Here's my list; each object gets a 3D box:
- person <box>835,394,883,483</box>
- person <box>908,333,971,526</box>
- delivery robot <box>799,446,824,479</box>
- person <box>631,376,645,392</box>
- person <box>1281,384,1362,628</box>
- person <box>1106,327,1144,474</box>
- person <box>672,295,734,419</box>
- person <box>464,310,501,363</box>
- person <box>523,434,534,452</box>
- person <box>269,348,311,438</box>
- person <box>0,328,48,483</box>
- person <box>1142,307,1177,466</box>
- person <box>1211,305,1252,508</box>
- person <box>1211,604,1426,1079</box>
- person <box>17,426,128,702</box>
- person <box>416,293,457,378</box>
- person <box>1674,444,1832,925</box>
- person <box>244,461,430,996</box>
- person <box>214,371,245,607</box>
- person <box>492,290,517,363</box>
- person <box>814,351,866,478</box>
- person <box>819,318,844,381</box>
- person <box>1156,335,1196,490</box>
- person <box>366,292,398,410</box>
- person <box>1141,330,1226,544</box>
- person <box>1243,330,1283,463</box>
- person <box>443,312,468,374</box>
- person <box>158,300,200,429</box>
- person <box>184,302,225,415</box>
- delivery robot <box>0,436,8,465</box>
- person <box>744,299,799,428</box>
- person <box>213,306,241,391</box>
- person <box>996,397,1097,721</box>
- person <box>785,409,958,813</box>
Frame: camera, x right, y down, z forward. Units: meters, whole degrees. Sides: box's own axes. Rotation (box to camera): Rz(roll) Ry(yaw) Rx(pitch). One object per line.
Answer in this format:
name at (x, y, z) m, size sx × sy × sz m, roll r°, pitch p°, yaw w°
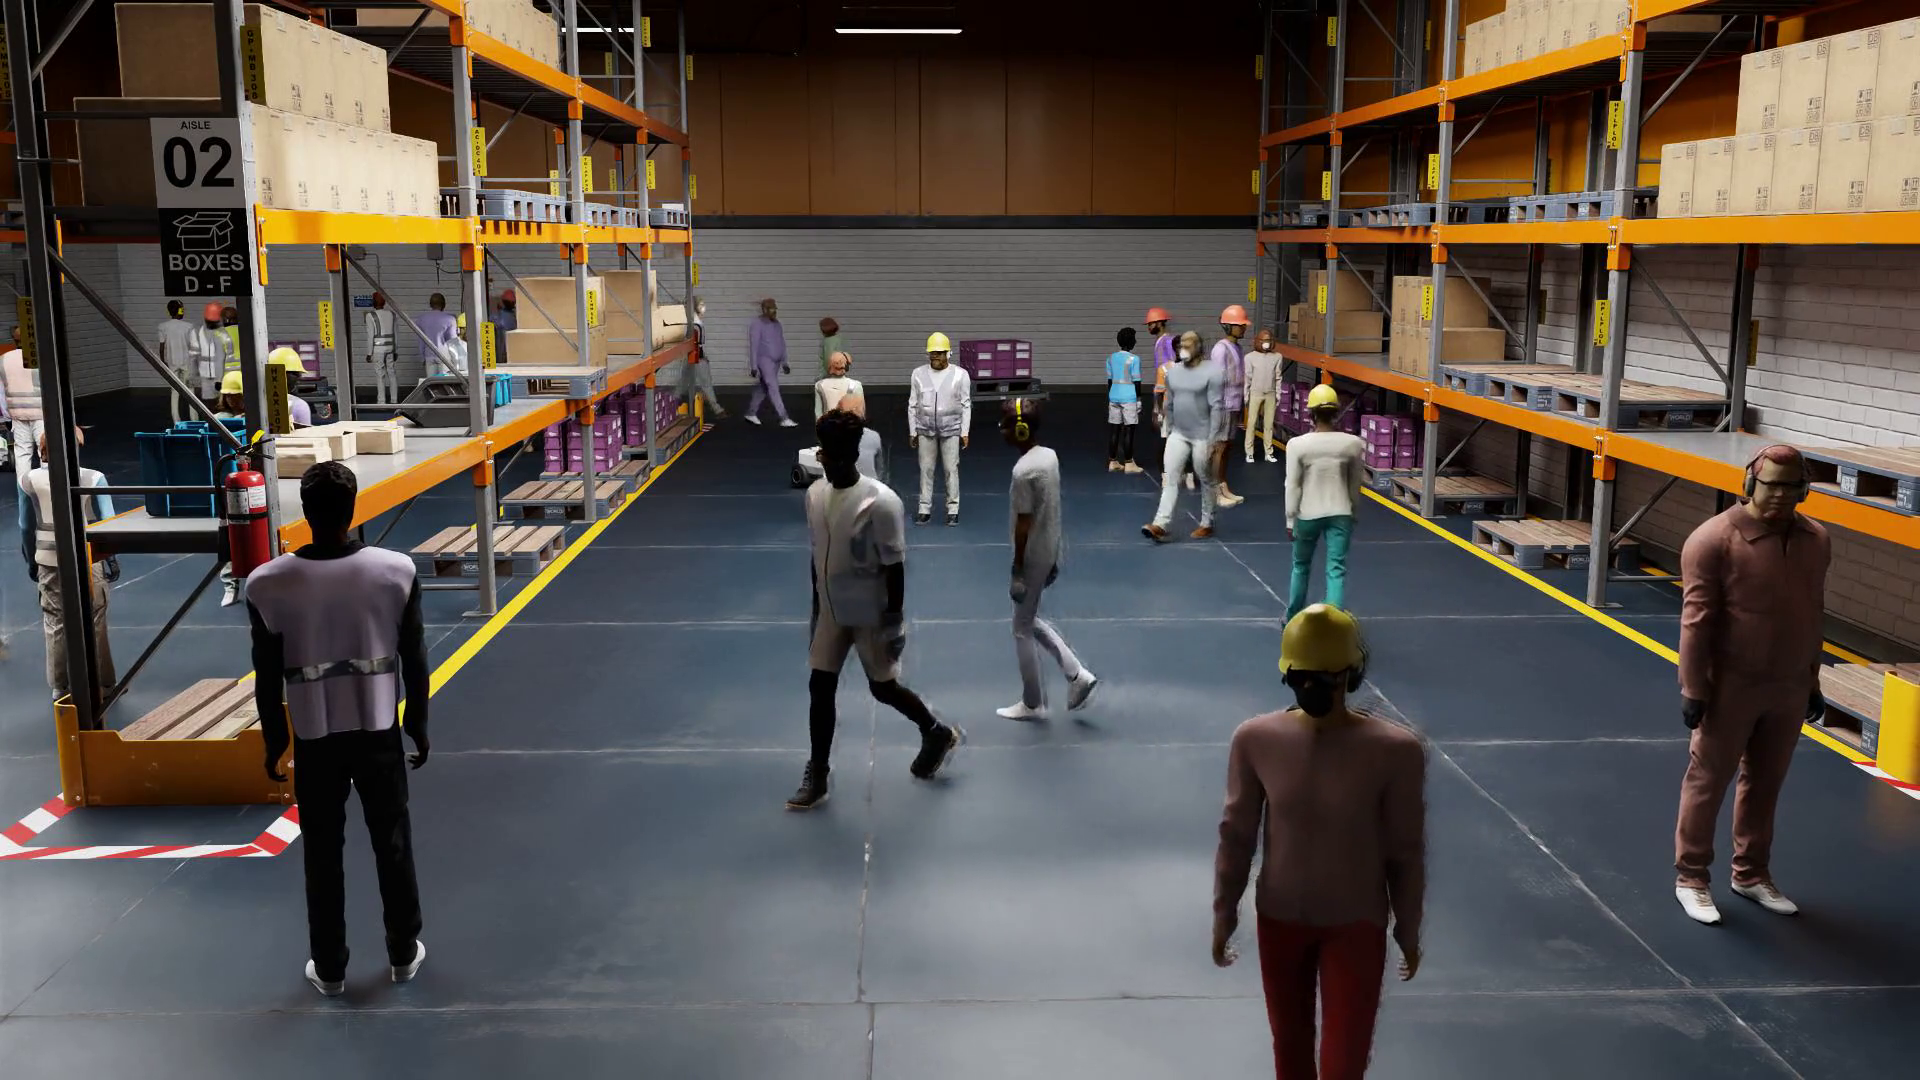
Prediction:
person at (-0.757, -0.255, 12.034) m, size 0.544 × 1.572 × 0.876 m, roll -9°, pitch 14°, yaw -42°
person at (-0.201, -1.040, 15.720) m, size 0.600 × 1.832 × 0.404 m, roll 1°, pitch 10°, yaw 8°
delivery robot at (-1.438, -0.857, 17.999) m, size 0.477 × 0.478 × 0.707 m, roll -8°, pitch 13°, yaw -38°
person at (-4.967, -2.833, 25.412) m, size 0.455 × 1.948 × 0.679 m, roll -7°, pitch 12°, yaw -35°
person at (2.419, -0.172, 11.161) m, size 0.535 × 1.749 × 0.603 m, roll 0°, pitch 10°, yaw 1°
person at (1.921, -1.619, 19.325) m, size 0.315 × 1.696 × 0.540 m, roll -8°, pitch 13°, yaw -37°
person at (-3.984, -2.744, 25.072) m, size 1.025 × 1.891 × 0.631 m, roll -3°, pitch 11°, yaw -15°
person at (-6.265, -2.276, 22.227) m, size 0.644 × 1.968 × 0.650 m, roll -8°, pitch 13°, yaw -37°
person at (-5.410, -2.036, 21.287) m, size 0.629 × 1.836 × 0.430 m, roll -6°, pitch 12°, yaw -31°
person at (-4.873, -0.425, 12.043) m, size 0.591 × 1.921 × 0.382 m, roll 5°, pitch 11°, yaw 24°
person at (-9.382, -1.249, 16.860) m, size 0.635 × 1.842 × 0.429 m, roll 0°, pitch 10°, yaw 1°
person at (2.444, -1.802, 19.763) m, size 0.574 × 1.902 × 0.566 m, roll 0°, pitch 10°, yaw -2°
person at (2.750, -1.360, 16.918) m, size 0.397 × 2.043 × 0.608 m, roll 5°, pitch 11°, yaw 26°
person at (0.924, 1.033, 4.403) m, size 0.543 × 1.745 × 0.599 m, roll 5°, pitch 11°, yaw 26°
person at (-5.180, 0.137, 9.701) m, size 0.524 × 1.639 × 0.306 m, roll -1°, pitch 10°, yaw -7°
person at (-7.690, -2.672, 24.542) m, size 0.630 × 1.933 × 0.357 m, roll 2°, pitch 10°, yaw 10°
person at (3.146, 0.569, 6.560) m, size 0.649 × 1.904 × 0.401 m, roll -3°, pitch 11°, yaw -14°
person at (-2.191, 0.675, 5.929) m, size 0.592 × 1.920 × 0.392 m, roll -5°, pitch 11°, yaw -24°
person at (-5.287, -0.379, 12.297) m, size 0.488 × 1.740 × 0.318 m, roll -4°, pitch 11°, yaw -22°
person at (-7.272, -3.099, 27.016) m, size 0.982 × 1.890 × 0.558 m, roll 9°, pitch 14°, yaw 42°
person at (-1.147, -0.987, 15.959) m, size 0.514 × 1.642 × 0.310 m, roll 3°, pitch 11°, yaw 15°
person at (-1.773, -2.355, 23.682) m, size 0.422 × 1.603 × 0.585 m, roll -7°, pitch 13°, yaw -36°
person at (2.370, -1.370, 17.972) m, size 0.525 × 1.690 × 0.321 m, roll -1°, pitch 10°, yaw -4°
person at (-9.238, -3.018, 26.599) m, size 0.350 × 1.882 × 0.583 m, roll 6°, pitch 12°, yaw 32°
person at (2.007, -0.900, 14.771) m, size 0.655 × 1.888 × 0.985 m, roll 8°, pitch 13°, yaw 39°
person at (3.677, -1.744, 20.233) m, size 0.491 × 1.626 × 0.282 m, roll -2°, pitch 10°, yaw -10°
person at (-5.938, -1.831, 20.126) m, size 0.590 × 1.835 × 0.404 m, roll -5°, pitch 11°, yaw -27°
person at (-11.058, -2.463, 23.575) m, size 0.520 × 1.862 × 0.333 m, roll -2°, pitch 10°, yaw -11°
person at (-9.750, -2.142, 21.681) m, size 0.649 × 1.896 × 0.465 m, roll 0°, pitch 10°, yaw 0°
delivery robot at (-11.350, -1.109, 19.404) m, size 0.477 × 0.478 × 0.707 m, roll -7°, pitch 12°, yaw -35°
person at (-2.783, -2.575, 24.226) m, size 1.011 × 1.863 × 0.655 m, roll 5°, pitch 11°, yaw 26°
person at (-9.466, -2.121, 21.718) m, size 0.429 × 1.844 × 0.627 m, roll 6°, pitch 12°, yaw 28°
person at (0.446, 0.127, 9.179) m, size 0.474 × 1.847 × 0.552 m, roll 5°, pitch 11°, yaw 25°
person at (-0.449, 0.304, 8.016) m, size 0.656 × 1.923 × 0.917 m, roll 9°, pitch 13°, yaw 40°
